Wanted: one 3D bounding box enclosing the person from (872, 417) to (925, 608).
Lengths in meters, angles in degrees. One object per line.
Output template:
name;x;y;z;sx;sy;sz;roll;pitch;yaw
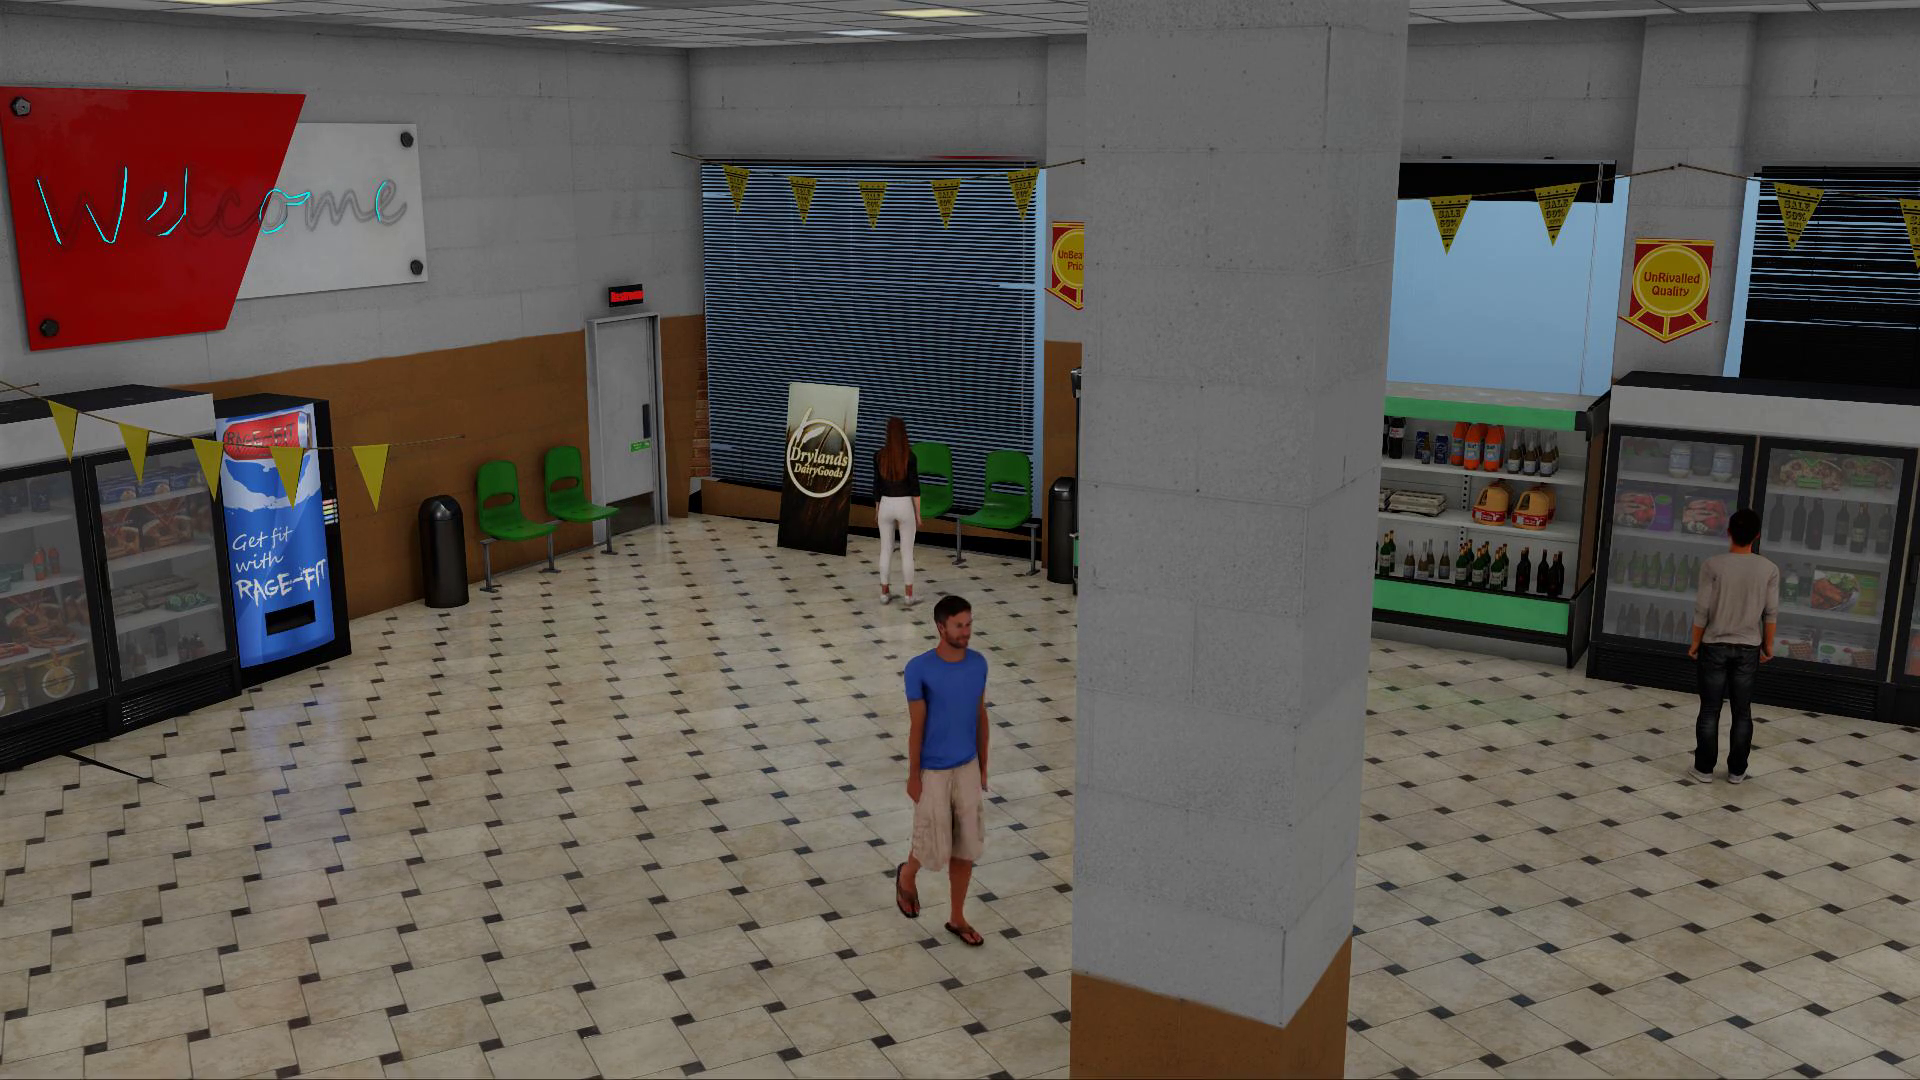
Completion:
person;-0.563;-0.257;14.845;0.540;1.704;0.700;4;14;15

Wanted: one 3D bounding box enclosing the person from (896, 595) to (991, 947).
person;-0.117;1.166;8.660;0.860;1.854;0.961;-8;16;-29

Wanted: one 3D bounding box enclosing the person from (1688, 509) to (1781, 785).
person;4.977;0.686;10.727;0.592;1.812;0.778;3;14;13
